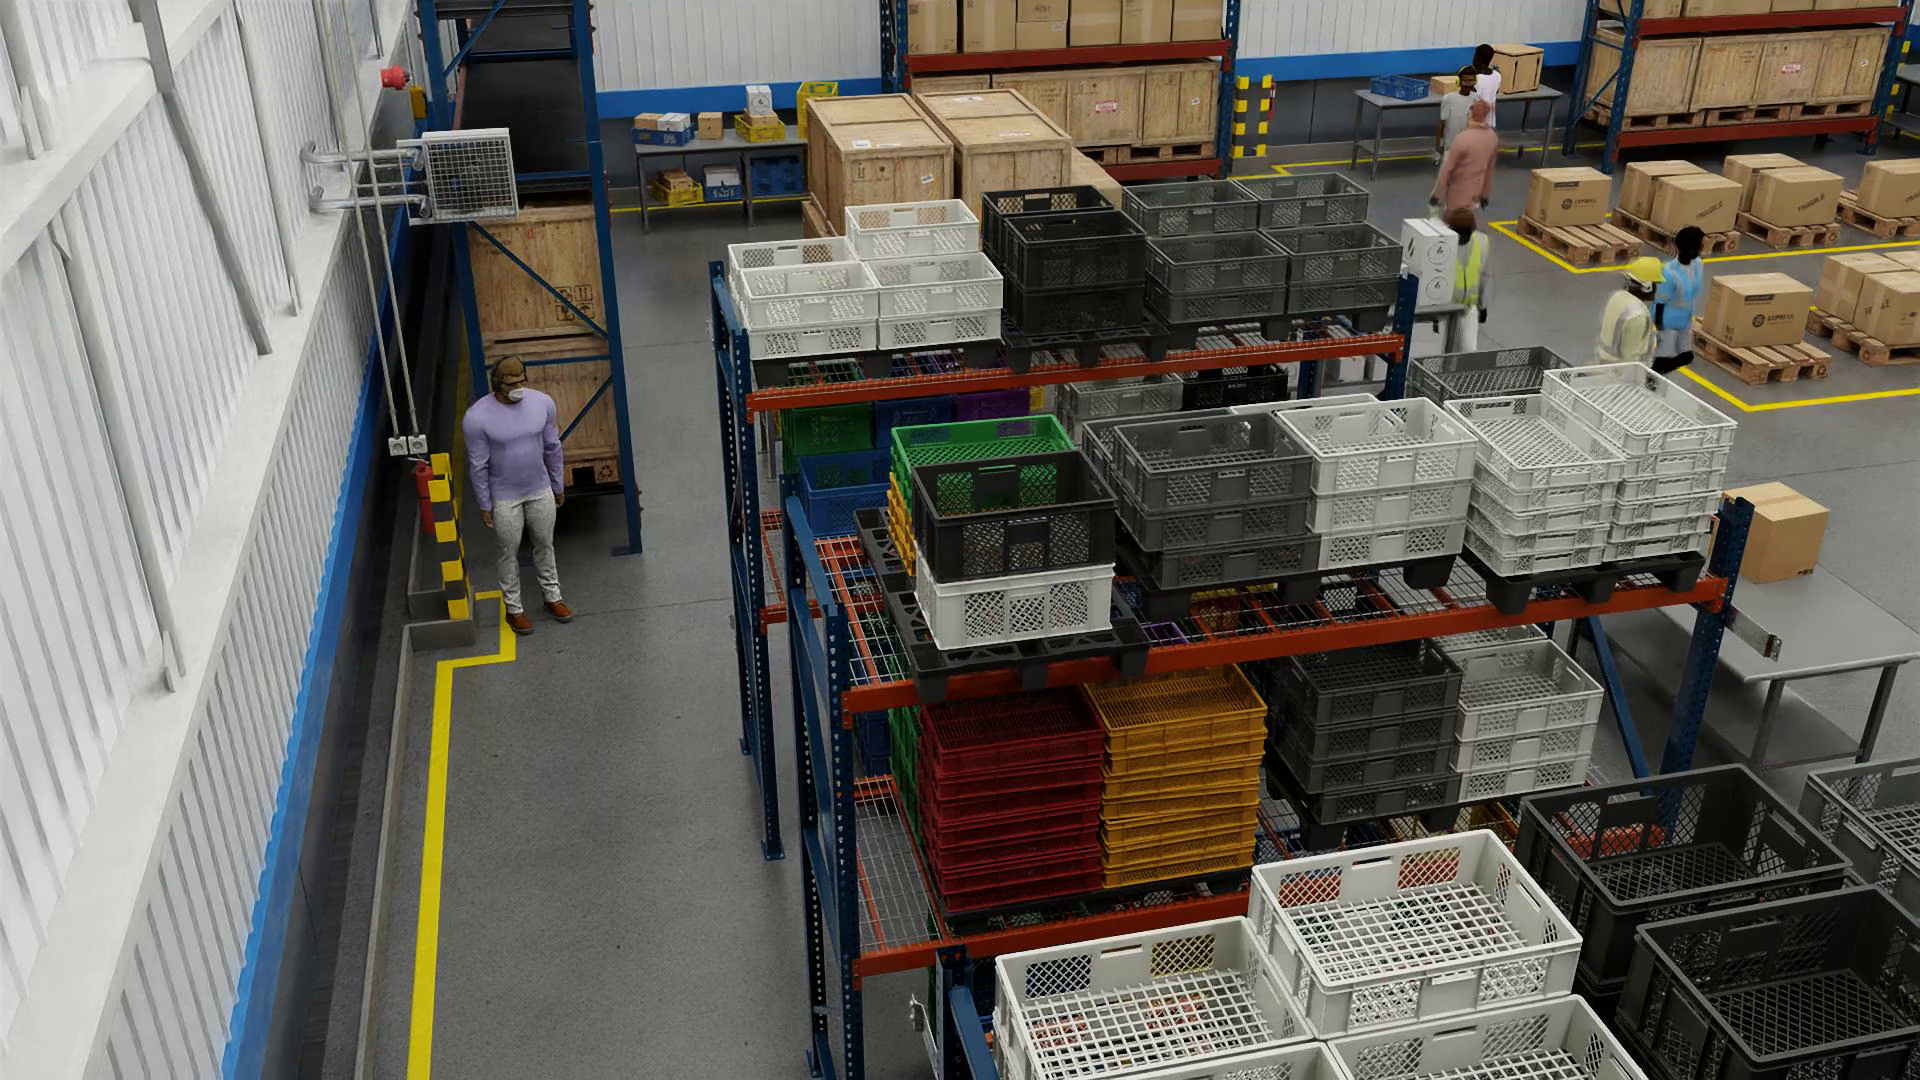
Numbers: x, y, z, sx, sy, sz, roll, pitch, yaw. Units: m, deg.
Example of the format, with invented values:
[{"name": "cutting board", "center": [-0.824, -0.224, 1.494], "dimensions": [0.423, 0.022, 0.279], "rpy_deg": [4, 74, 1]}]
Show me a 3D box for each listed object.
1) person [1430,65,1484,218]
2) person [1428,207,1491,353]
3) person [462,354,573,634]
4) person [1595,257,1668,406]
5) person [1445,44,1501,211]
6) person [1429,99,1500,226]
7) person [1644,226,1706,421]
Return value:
[{"name": "person", "center": [5.558, -4.369, 18.605], "dimensions": [0.535, 1.868, 0.309], "rpy_deg": [-5, 28, -9]}, {"name": "person", "center": [4.184, -1.951, 14.110], "dimensions": [0.657, 1.790, 0.834], "rpy_deg": [-5, 28, -9]}, {"name": "person", "center": [-2.861, -0.311, 10.843], "dimensions": [0.625, 1.933, 0.374], "rpy_deg": [-19, 33, -32]}, {"name": "person", "center": [5.231, -1.314, 12.871], "dimensions": [0.753, 1.800, 0.610], "rpy_deg": [0, 28, 1]}, {"name": "person", "center": [5.999, -4.778, 19.327], "dimensions": [0.392, 1.920, 0.587], "rpy_deg": [24, 36, 37]}, {"name": "person", "center": [5.208, -3.598, 17.154], "dimensions": [0.645, 1.856, 0.949], "rpy_deg": [-23, 35, -36]}, {"name": "person", "center": [5.989, -1.826, 13.976], "dimensions": [0.546, 1.681, 0.370], "rpy_deg": [-17, 32, -29]}]
